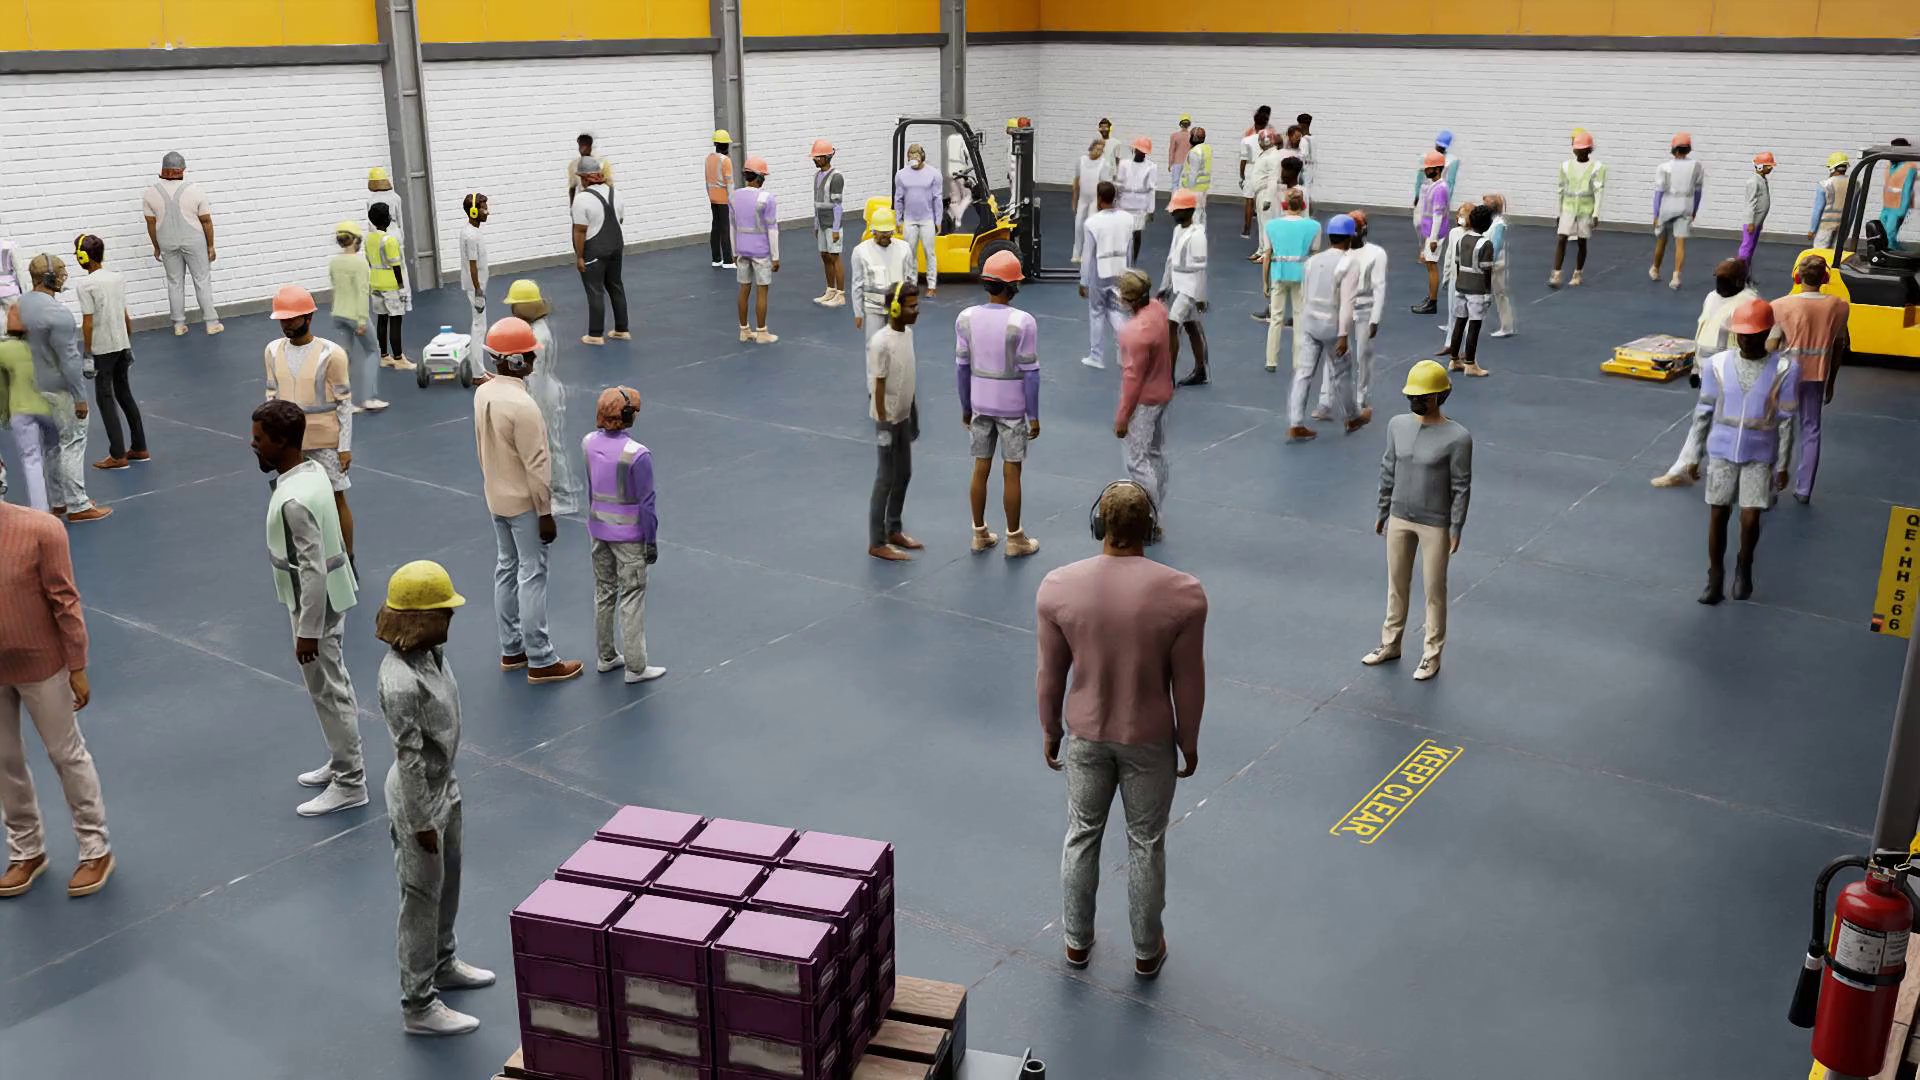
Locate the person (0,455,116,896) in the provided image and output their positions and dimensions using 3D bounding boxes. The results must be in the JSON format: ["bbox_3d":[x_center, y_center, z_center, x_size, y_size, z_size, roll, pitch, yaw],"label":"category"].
[{"bbox_3d":[-3.857,0.515,6.747,0.626,1.982,0.410,-1,18,-5],"label":"person"}]

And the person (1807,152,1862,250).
[{"bbox_3d":[10.998,-3.968,21.016,0.586,1.826,0.403,-3,18,-9],"label":"person"}]

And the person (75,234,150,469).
[{"bbox_3d":[-6.788,-1.495,13.239,0.324,1.855,0.528,4,18,11],"label":"person"}]

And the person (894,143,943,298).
[{"bbox_3d":[-0.527,-4.044,21.095,0.635,1.929,0.374,4,18,13],"label":"person"}]

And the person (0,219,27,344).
[{"bbox_3d":[-9.506,-2.417,16.468,0.523,1.637,0.306,-5,18,-15],"label":"person"}]

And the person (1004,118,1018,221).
[{"bbox_3d":[0.920,-6.388,28.716,0.297,1.745,0.484,5,18,16],"label":"person"}]

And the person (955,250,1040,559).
[{"bbox_3d":[0.269,-0.889,11.030,0.605,2.045,0.382,11,21,30],"label":"person"}]

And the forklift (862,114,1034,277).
[{"bbox_3d":[-0.171,-4.594,22.377,2.313,2.155,1.214,1,18,3],"label":"forklift"}]

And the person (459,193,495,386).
[{"bbox_3d":[-4.662,-2.419,16.123,0.324,1.861,0.510,-6,19,-17],"label":"person"}]

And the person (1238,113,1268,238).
[{"bbox_3d":[4.750,-5.817,26.570,0.600,1.966,0.363,0,18,0],"label":"person"}]

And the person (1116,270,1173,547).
[{"bbox_3d":[1.270,-0.927,11.415,0.370,1.894,0.739,6,19,18],"label":"person"}]

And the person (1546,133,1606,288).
[{"bbox_3d":[8.022,-4.266,21.669,0.613,2.004,0.976,11,21,30],"label":"person"}]

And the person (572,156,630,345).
[{"bbox_3d":[-3.986,-3.185,18.217,0.537,2.000,0.692,12,21,33],"label":"person"}]

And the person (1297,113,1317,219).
[{"bbox_3d":[5.483,-5.801,26.524,0.366,1.963,0.610,9,20,26],"label":"person"}]

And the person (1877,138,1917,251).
[{"bbox_3d":[12.649,-4.454,22.423,0.539,1.899,0.595,-1,18,-4],"label":"person"}]

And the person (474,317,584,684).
[{"bbox_3d":[-2.365,-0.210,8.987,0.379,1.996,0.610,-16,23,-40],"label":"person"}]

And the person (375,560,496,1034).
[{"bbox_3d":[-1.868,0.904,5.930,0.321,1.737,0.489,-1,18,-2],"label":"person"}]

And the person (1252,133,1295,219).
[{"bbox_3d":[4.573,-4.982,24.202,0.640,1.817,0.466,-14,22,-36],"label":"person"}]

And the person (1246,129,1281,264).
[{"bbox_3d":[4.376,-4.945,23.952,0.406,1.902,0.638,0,18,-1],"label":"person"}]

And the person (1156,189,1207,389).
[{"bbox_3d":[2.077,-2.403,15.994,0.819,1.903,0.560,-3,18,-9],"label":"person"}]

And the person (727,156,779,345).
[{"bbox_3d":[-2.216,-3.142,18.114,0.611,2.030,0.410,10,20,28],"label":"person"}]

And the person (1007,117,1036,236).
[{"bbox_3d":[1.000,-5.863,26.847,0.337,1.883,0.584,-15,23,-39],"label":"person"}]

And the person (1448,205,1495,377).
[{"bbox_3d":[5.121,-2.481,16.573,0.314,1.696,0.540,-6,19,-18],"label":"person"}]

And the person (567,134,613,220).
[{"bbox_3d":[-5.089,-4.602,22.879,0.655,1.913,0.821,4,18,12],"label":"person"}]

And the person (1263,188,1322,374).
[{"bbox_3d":[3.305,-2.582,16.668,0.562,1.837,0.389,5,18,15],"label":"person"}]

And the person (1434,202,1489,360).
[{"bbox_3d":[5.259,-2.704,17.372,0.266,1.631,0.507,-12,21,-33],"label":"person"}]

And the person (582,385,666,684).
[{"bbox_3d":[-1.829,-0.025,9.002,0.508,1.629,0.317,13,22,34],"label":"person"}]

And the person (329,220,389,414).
[{"bbox_3d":[-5.496,-1.993,14.998,0.545,1.713,0.585,9,20,27],"label":"person"}]

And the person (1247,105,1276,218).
[{"bbox_3d":[5.280,-6.597,29.031,0.650,1.948,0.430,-10,20,-27],"label":"person"}]

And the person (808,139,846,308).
[{"bbox_3d":[-1.643,-3.874,20.396,0.408,2.035,0.601,-11,21,-32],"label":"person"}]

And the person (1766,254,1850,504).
[{"bbox_3d":[6.151,-1.160,12.204,0.564,1.842,0.393,1,18,3],"label":"person"}]

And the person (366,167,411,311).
[{"bbox_3d":[-6.911,-3.602,20.018,0.333,1.735,0.489,11,21,31],"label":"person"}]

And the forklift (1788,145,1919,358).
[{"bbox_3d":[9.803,-2.879,17.013,2.313,2.155,1.214,12,21,33],"label":"forklift"}]
